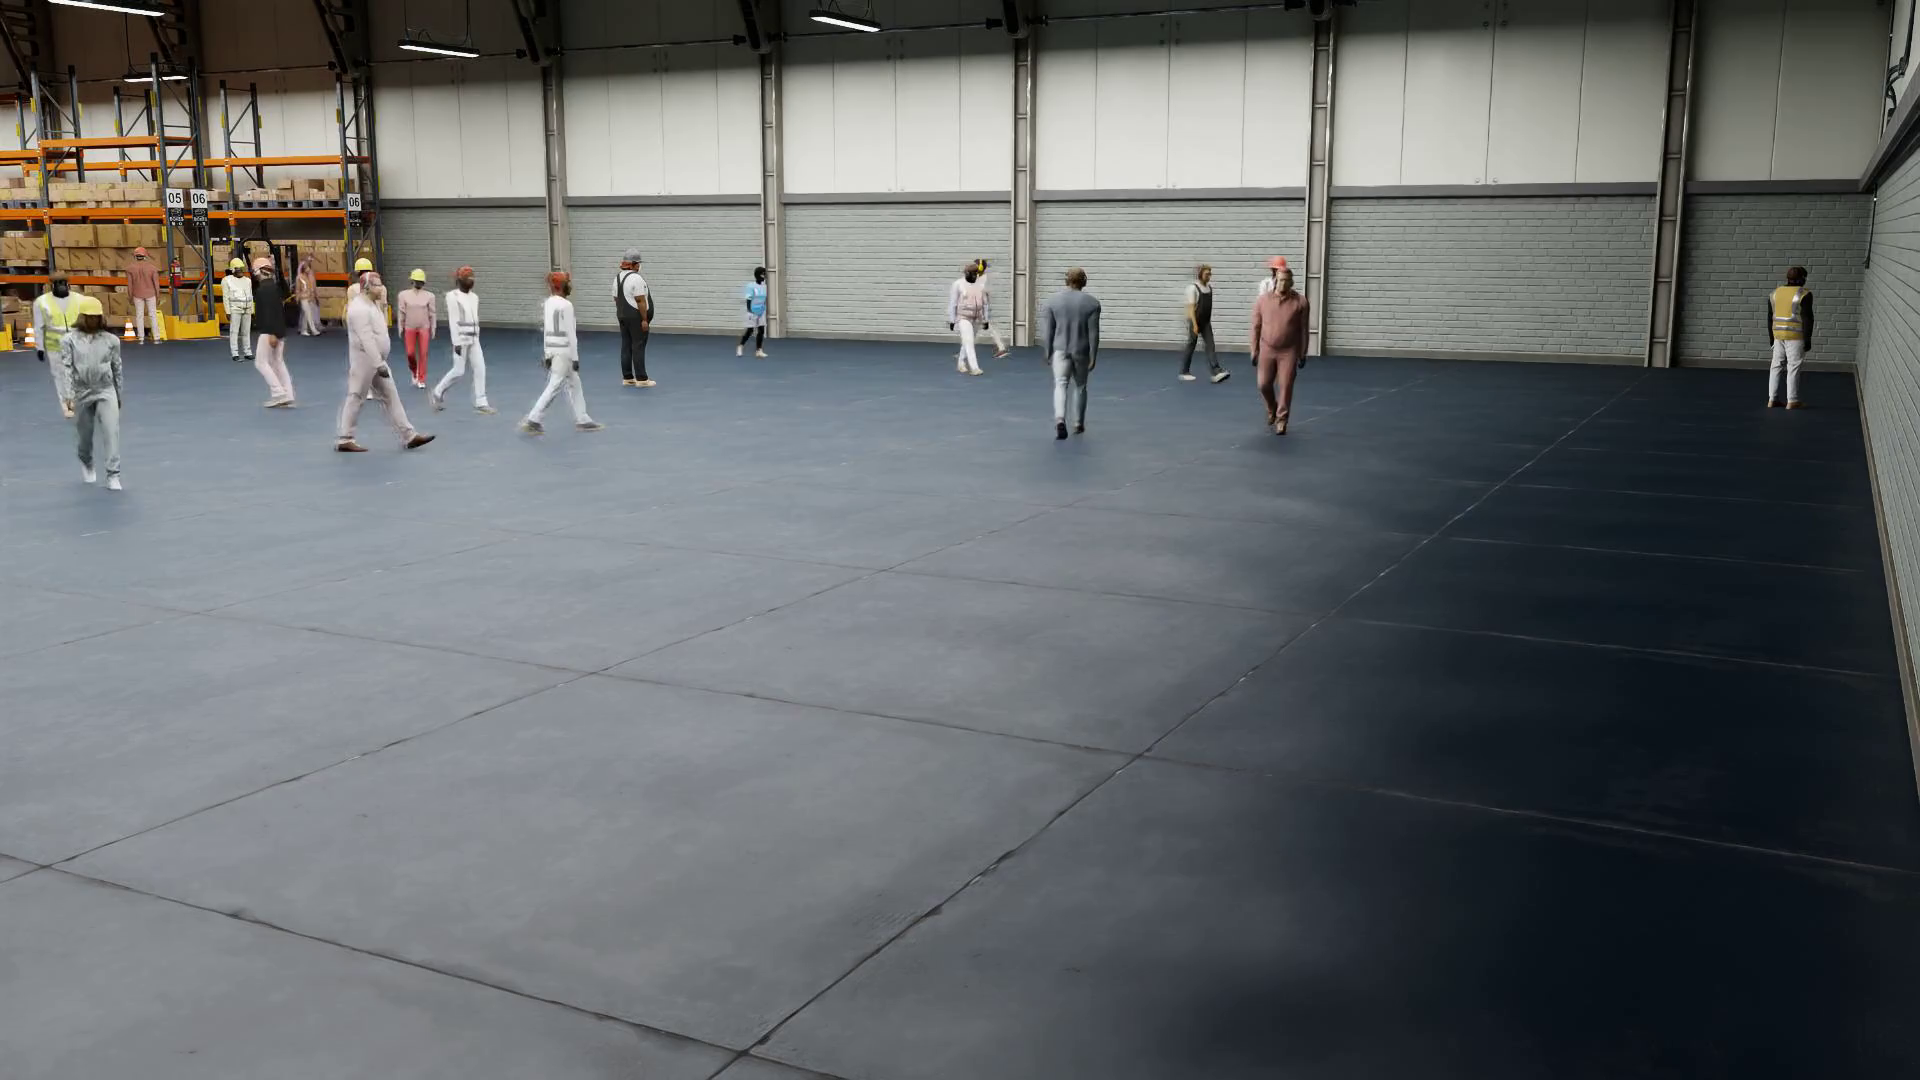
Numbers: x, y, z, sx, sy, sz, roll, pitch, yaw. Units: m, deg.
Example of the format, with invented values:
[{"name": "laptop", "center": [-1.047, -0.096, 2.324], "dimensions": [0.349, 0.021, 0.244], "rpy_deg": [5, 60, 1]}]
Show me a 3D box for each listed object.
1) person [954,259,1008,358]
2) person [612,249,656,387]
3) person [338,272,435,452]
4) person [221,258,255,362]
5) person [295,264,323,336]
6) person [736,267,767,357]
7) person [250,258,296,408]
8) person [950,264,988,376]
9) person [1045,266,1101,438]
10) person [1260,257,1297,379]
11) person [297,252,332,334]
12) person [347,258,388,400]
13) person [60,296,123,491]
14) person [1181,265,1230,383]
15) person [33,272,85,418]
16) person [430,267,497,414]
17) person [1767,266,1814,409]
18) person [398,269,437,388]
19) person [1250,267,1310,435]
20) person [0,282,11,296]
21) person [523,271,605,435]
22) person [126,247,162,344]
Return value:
[{"name": "person", "center": [0.419, -4.222, 30.391], "dimensions": [0.989, 1.825, 0.541], "rpy_deg": [0, 10, -2]}, {"name": "person", "center": [-4.825, -3.308, 24.782], "dimensions": [0.538, 2.000, 0.684], "rpy_deg": [-10, 15, -44]}, {"name": "person", "center": [-6.038, -1.831, 17.244], "dimensions": [0.972, 1.856, 0.644], "rpy_deg": [0, 10, 1]}, {"name": "person", "center": [-12.821, -4.093, 29.618], "dimensions": [0.404, 1.837, 0.590], "rpy_deg": [6, 12, 30]}, {"name": "person", "center": [-14.478, -5.327, 37.006], "dimensions": [0.781, 1.596, 0.539], "rpy_deg": [4, 11, 22]}, {"name": "person", "center": [-3.817, -4.191, 30.587], "dimensions": [0.571, 1.672, 0.546], "rpy_deg": [7, 13, 35]}, {"name": "person", "center": [-8.966, -2.690, 21.668], "dimensions": [0.540, 1.946, 0.635], "rpy_deg": [-1, 10, -4]}, {"name": "person", "center": [0.156, -3.578, 26.977], "dimensions": [0.636, 1.788, 0.976], "rpy_deg": [-7, 12, -32]}, {"name": "person", "center": [1.245, -2.095, 18.551], "dimensions": [0.631, 1.911, 0.941], "rpy_deg": [2, 11, 9]}, {"name": "person", "center": [4.924, -3.407, 25.703], "dimensions": [0.573, 1.894, 0.960], "rpy_deg": [-2, 11, -11]}, {"name": "person", "center": [-14.779, -5.631, 37.946], "dimensions": [0.854, 1.859, 0.718], "rpy_deg": [-3, 11, -16]}, {"name": "person", "center": [-8.108, -2.882, 22.766], "dimensions": [0.367, 1.926, 0.594], "rpy_deg": [7, 13, 35]}, {"name": "person", "center": [-7.726, -1.319, 14.833], "dimensions": [0.486, 1.711, 0.814], "rpy_deg": [-6, 12, -30]}, {"name": "person", "center": [3.704, -3.288, 25.349], "dimensions": [0.533, 1.789, 0.972], "rpy_deg": [-8, 13, -36]}, {"name": "person", "center": [-10.848, -2.338, 20.165], "dimensions": [0.656, 1.790, 0.956], "rpy_deg": [-6, 12, -32]}, {"name": "person", "center": [-6.284, -2.509, 20.936], "dimensions": [0.824, 1.855, 0.575], "rpy_deg": [5, 11, 24]}, {"name": "person", "center": [10.774, -2.616, 21.550], "dimensions": [0.429, 1.842, 0.634], "rpy_deg": [-5, 11, -24]}, {"name": "person", "center": [-7.977, -3.107, 24.454], "dimensions": [0.552, 1.751, 0.414], "rpy_deg": [-4, 11, -21]}, {"name": "person", "center": [3.638, -2.156, 18.894], "dimensions": [0.658, 1.887, 0.680], "rpy_deg": [3, 11, 16]}, {"name": "person", "center": [-25.652, -6.837, 44.469], "dimensions": [0.876, 1.892, 0.601], "rpy_deg": [7, 12, 33]}, {"name": "person", "center": [-4.534, -2.111, 18.800], "dimensions": [0.976, 1.842, 0.582], "rpy_deg": [-7, 13, -34]}, {"name": "person", "center": [-16.822, -5.031, 34.303], "dimensions": [0.608, 1.995, 0.377], "rpy_deg": [-4, 11, -20]}]
